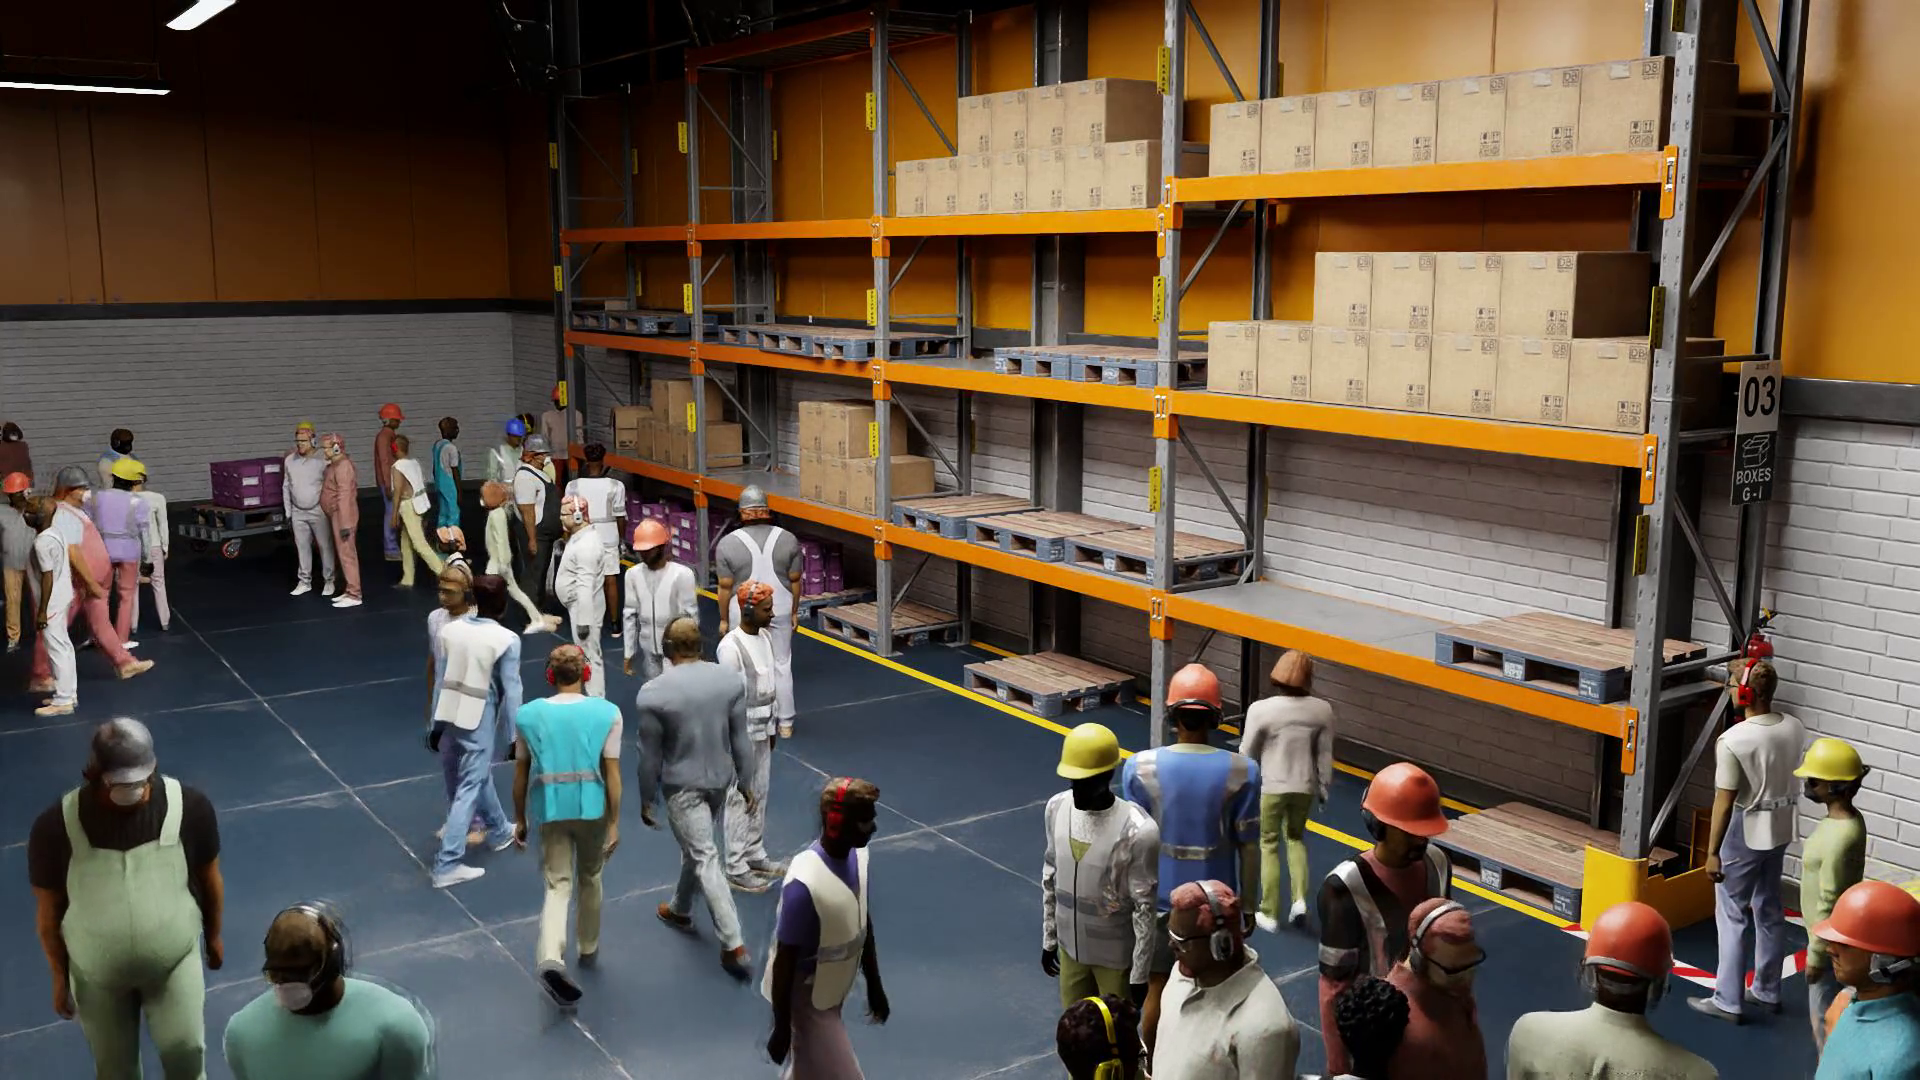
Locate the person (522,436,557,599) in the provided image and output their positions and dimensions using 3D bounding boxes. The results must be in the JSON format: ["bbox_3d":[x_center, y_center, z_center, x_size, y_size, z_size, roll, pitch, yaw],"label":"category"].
[{"bbox_3d":[-4.700,-0.244,18.471,0.429,1.839,0.629,2,10,9],"label":"person"}]

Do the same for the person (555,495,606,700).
[{"bbox_3d":[-3.064,0.579,13.456,0.398,1.898,0.645,-2,10,-13],"label":"person"}]

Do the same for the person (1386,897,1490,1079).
[{"bbox_3d":[1.492,1.994,5.222,0.469,1.875,0.695,5,11,26],"label":"person"}]

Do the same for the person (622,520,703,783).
[{"bbox_3d":[-2.214,0.817,12.062,0.553,1.910,0.840,3,10,17],"label":"person"}]

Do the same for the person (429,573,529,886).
[{"bbox_3d":[-2.953,1.136,10.325,0.600,1.850,0.970,6,11,30],"label":"person"}]

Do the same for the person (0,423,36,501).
[{"bbox_3d":[-12.690,-0.789,22.365,0.810,1.575,0.576,4,10,21],"label":"person"}]

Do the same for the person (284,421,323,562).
[{"bbox_3d":[-8.118,-0.597,20.729,0.529,1.767,0.329,-1,10,-6],"label":"person"}]

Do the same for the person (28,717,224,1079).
[{"bbox_3d":[-3.359,1.647,6.752,0.696,2.000,0.547,-5,11,-26],"label":"person"}]

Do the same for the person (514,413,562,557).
[{"bbox_3d":[-5.371,-0.683,21.044,0.599,1.836,0.652,2,10,12],"label":"person"}]

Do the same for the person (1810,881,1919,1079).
[{"bbox_3d":[2.676,1.976,4.956,0.380,1.995,0.611,3,10,19],"label":"person"}]

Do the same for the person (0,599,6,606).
[{"bbox_3d":[-10.663,-0.162,17.933,0.677,1.868,0.649,0,10,2],"label":"person"}]

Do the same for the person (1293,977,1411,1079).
[{"bbox_3d":[1.209,2.125,4.959,0.532,1.694,0.319,4,10,20],"label":"person"}]

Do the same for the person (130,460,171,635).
[{"bbox_3d":[-8.288,0.073,16.835,0.521,1.758,0.349,-5,11,-27],"label":"person"}]

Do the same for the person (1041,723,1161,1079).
[{"bbox_3d":[0.559,1.684,6.896,0.587,1.920,0.397,9,13,44],"label":"person"}]

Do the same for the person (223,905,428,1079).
[{"bbox_3d":[-1.905,1.989,5.144,0.628,1.907,0.854,0,10,-2],"label":"person"}]

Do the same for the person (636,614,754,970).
[{"bbox_3d":[-1.412,1.345,9.021,0.636,1.885,1.065,-8,12,-39],"label":"person"}]

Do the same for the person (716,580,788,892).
[{"bbox_3d":[-1.265,1.168,10.044,0.357,1.879,0.581,3,10,18],"label":"person"}]

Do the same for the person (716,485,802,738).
[{"bbox_3d":[-1.599,0.564,13.110,0.674,2.000,0.535,-3,10,-18],"label":"person"}]

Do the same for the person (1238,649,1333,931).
[{"bbox_3d":[1.805,1.417,9.385,0.569,1.613,0.331,-2,10,-12],"label":"person"}]

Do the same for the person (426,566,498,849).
[{"bbox_3d":[-3.217,1.069,10.783,0.553,1.837,0.430,4,10,20],"label":"person"}]

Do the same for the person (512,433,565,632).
[{"bbox_3d":[-4.268,-0.092,16.955,0.535,2.000,0.681,-1,10,-3],"label":"person"}]

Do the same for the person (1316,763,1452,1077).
[{"bbox_3d":[1.563,1.779,6.023,0.614,2.029,0.409,-6,12,-33],"label":"person"}]

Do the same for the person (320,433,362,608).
[{"bbox_3d":[-6.757,-0.218,18.136,0.400,1.899,0.640,-3,10,-19],"label":"person"}]

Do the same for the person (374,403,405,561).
[{"bbox_3d":[-7.132,-0.732,20.892,0.408,1.983,0.631,-2,10,-10],"label":"person"}]

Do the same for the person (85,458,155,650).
[{"bbox_3d":[-8.120,0.152,16.021,0.701,1.879,0.414,-1,10,-5],"label":"person"}]

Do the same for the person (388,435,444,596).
[{"bbox_3d":[-6.118,-0.290,18.831,0.789,1.811,0.599,0,10,-2],"label":"person"}]

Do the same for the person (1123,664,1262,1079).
[{"bbox_3d":[1.013,1.549,7.351,0.609,2.034,0.400,1,10,7],"label":"person"}]

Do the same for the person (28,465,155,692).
[{"bbox_3d":[-7.750,0.307,14.617,0.999,2.000,0.698,-3,10,-15],"label":"person"}]

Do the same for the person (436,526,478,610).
[{"bbox_3d":[-4.101,0.686,13.595,0.313,1.634,0.514,-3,10,-19],"label":"person"}]

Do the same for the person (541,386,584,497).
[{"bbox_3d":[-5.663,-1.212,23.717,0.607,1.987,0.411,0,10,-3],"label":"person"}]

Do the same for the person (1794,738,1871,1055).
[{"bbox_3d":[3.725,1.715,7.175,0.339,1.762,0.525,5,11,29],"label":"person"}]

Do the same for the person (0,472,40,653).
[{"bbox_3d":[-9.030,0.209,16.045,0.565,1.748,0.339,-5,11,-27],"label":"person"}]

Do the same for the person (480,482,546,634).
[{"bbox_3d":[-4.581,0.198,16.602,0.865,1.588,0.522,-2,10,-13],"label":"person"}]

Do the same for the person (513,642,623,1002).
[{"bbox_3d":[-2.038,1.457,8.635,0.577,1.797,0.885,-1,10,-7],"label":"person"}]

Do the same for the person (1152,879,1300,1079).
[{"bbox_3d":[0.782,1.981,5.232,0.400,1.894,0.658,-3,10,-18],"label":"person"}]

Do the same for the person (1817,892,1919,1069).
[{"bbox_3d":[3.013,1.970,5.412,0.596,1.870,1.037,-2,10,-12],"label":"person"}]

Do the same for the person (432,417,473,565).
[{"bbox_3d":[-6.280,-0.592,20.469,0.515,1.843,0.326,9,13,43],"label":"person"}]

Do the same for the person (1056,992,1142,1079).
[{"bbox_3d":[0.352,2.115,4.508,0.312,1.869,0.537,-6,11,-31],"label":"person"}]

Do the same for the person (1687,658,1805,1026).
[{"bbox_3d":[3.928,1.498,8.242,0.563,1.836,0.386,-5,11,-27],"label":"person"}]

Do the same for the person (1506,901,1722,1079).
[{"bbox_3d":[1.920,2.009,4.927,0.635,1.940,1.002,8,12,38],"label":"person"}]

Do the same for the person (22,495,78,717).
[{"bbox_3d":[-7.568,0.540,13.823,0.345,1.847,0.507,-3,10,-16],"label":"person"}]

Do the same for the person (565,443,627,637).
[{"bbox_3d":[-3.628,0.007,16.639,0.602,1.957,0.385,-1,10,-6],"label":"person"}]

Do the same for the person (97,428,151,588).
[{"bbox_3d":[-9.628,-0.370,19.192,0.430,1.838,0.619,0,10,2],"label":"person"}]

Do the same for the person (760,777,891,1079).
[{"bbox_3d":[-0.521,1.804,6.500,0.604,1.809,0.573,2,10,13],"label":"person"}]

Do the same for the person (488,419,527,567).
[{"bbox_3d":[-5.353,-0.511,19.861,0.610,1.900,1.006,-6,11,-30],"label":"person"}]

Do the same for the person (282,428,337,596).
[{"bbox_3d":[-7.281,-0.312,18.644,0.652,1.906,0.402,1,10,6],"label":"person"}]
